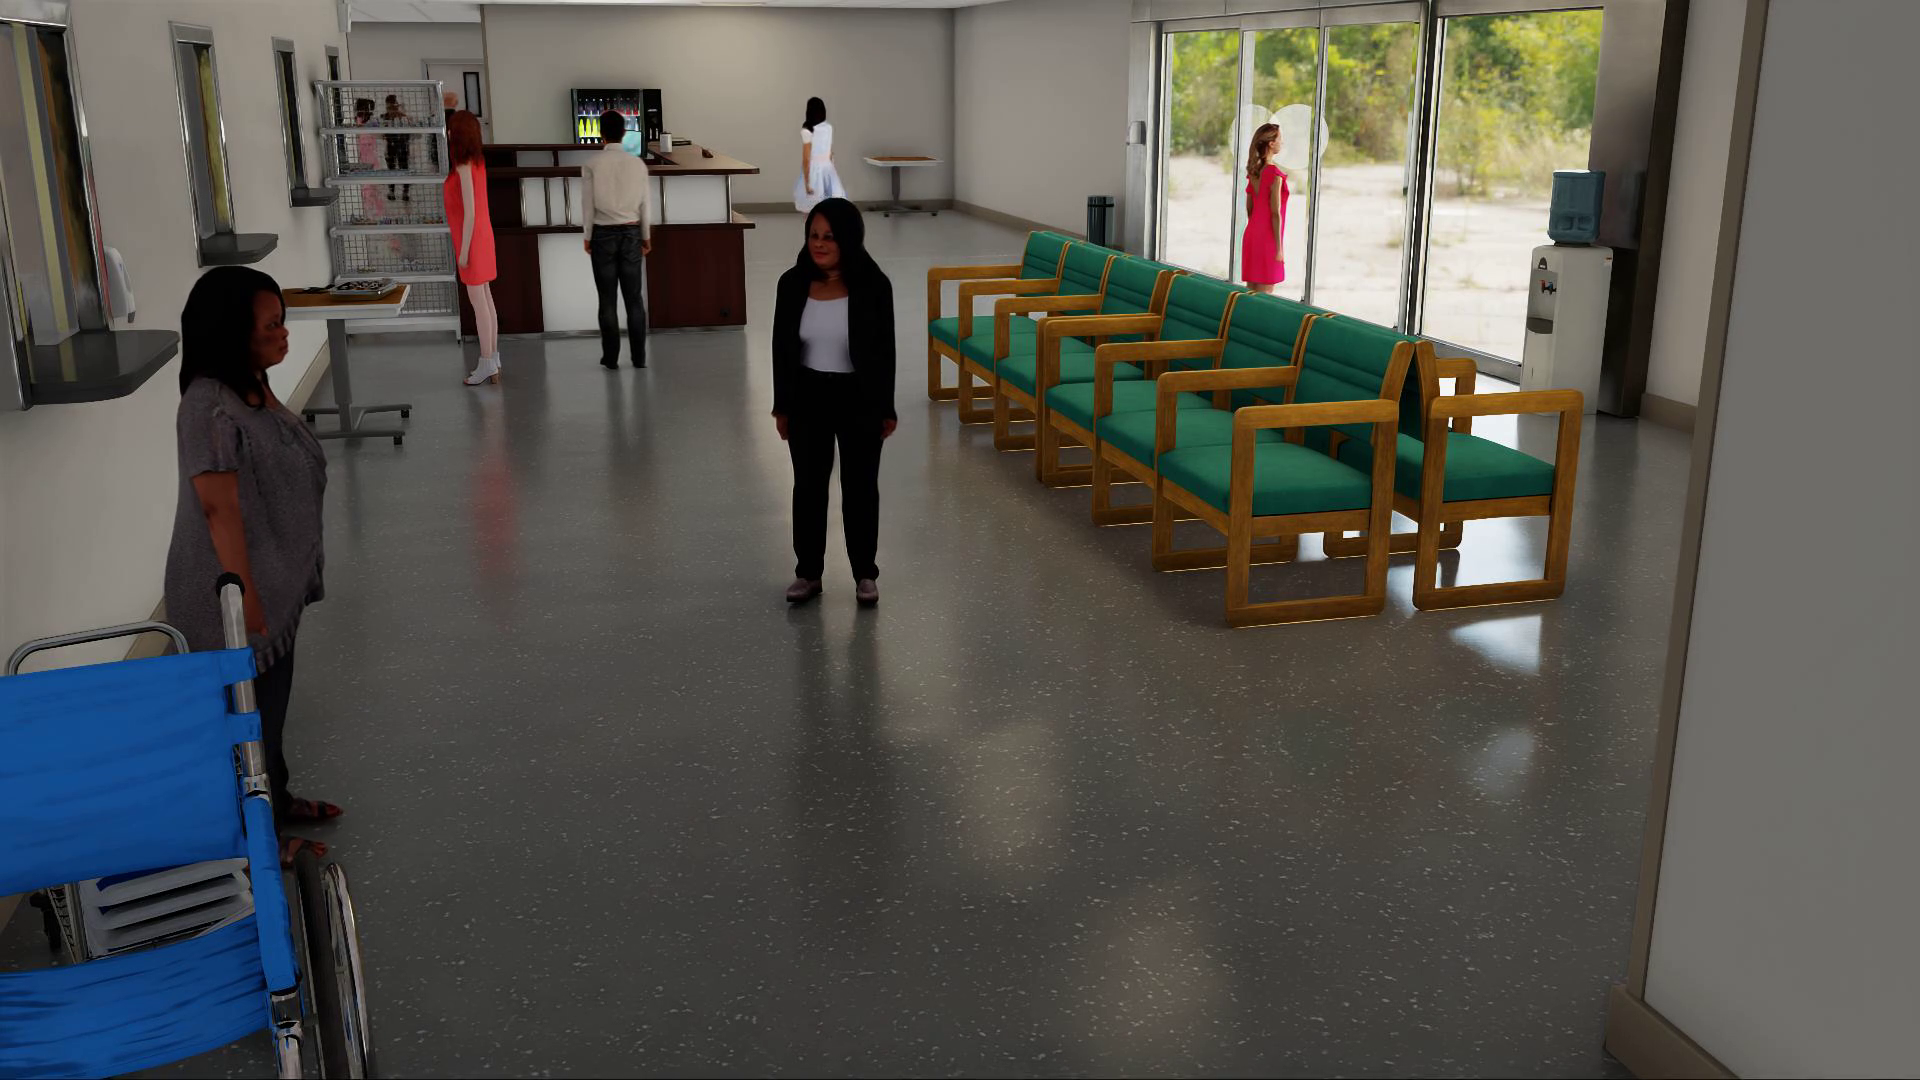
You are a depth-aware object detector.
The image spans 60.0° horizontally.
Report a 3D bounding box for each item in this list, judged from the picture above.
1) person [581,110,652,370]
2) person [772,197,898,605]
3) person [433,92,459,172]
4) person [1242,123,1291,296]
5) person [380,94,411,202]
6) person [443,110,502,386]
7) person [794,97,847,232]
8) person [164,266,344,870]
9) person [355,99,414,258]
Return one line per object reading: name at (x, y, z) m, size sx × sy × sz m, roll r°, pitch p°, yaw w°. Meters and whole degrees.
person at (-2.458, -2.143, 11.907) m, size 0.530 × 1.809 × 0.736 m, roll -7°, pitch 17°, yaw -24°
person at (-0.487, -0.536, 6.570) m, size 0.656 × 1.612 × 0.784 m, roll 0°, pitch 16°, yaw 1°
person at (-7.085, -5.312, 23.206) m, size 1.014 × 1.777 × 0.764 m, roll -3°, pitch 16°, yaw -11°
person at (2.193, -2.152, 12.086) m, size 0.539 × 1.728 × 0.571 m, roll -5°, pitch 16°, yaw -17°
person at (-9.208, -6.405, 27.199) m, size 0.769 × 1.713 × 0.780 m, roll -9°, pitch 18°, yaw -29°
person at (-3.301, -1.988, 11.321) m, size 0.560 × 1.828 × 0.625 m, roll -1°, pitch 16°, yaw -5°
person at (-1.431, -3.758, 17.673) m, size 1.141 × 1.788 × 0.963 m, roll -11°, pitch 19°, yaw -33°
person at (-1.906, 0.078, 4.406) m, size 0.644 × 1.604 × 0.633 m, roll -5°, pitch 16°, yaw -17°
person at (-6.648, -3.933, 18.369) m, size 1.210 × 1.748 × 0.939 m, roll -12°, pitch 20°, yaw -37°
